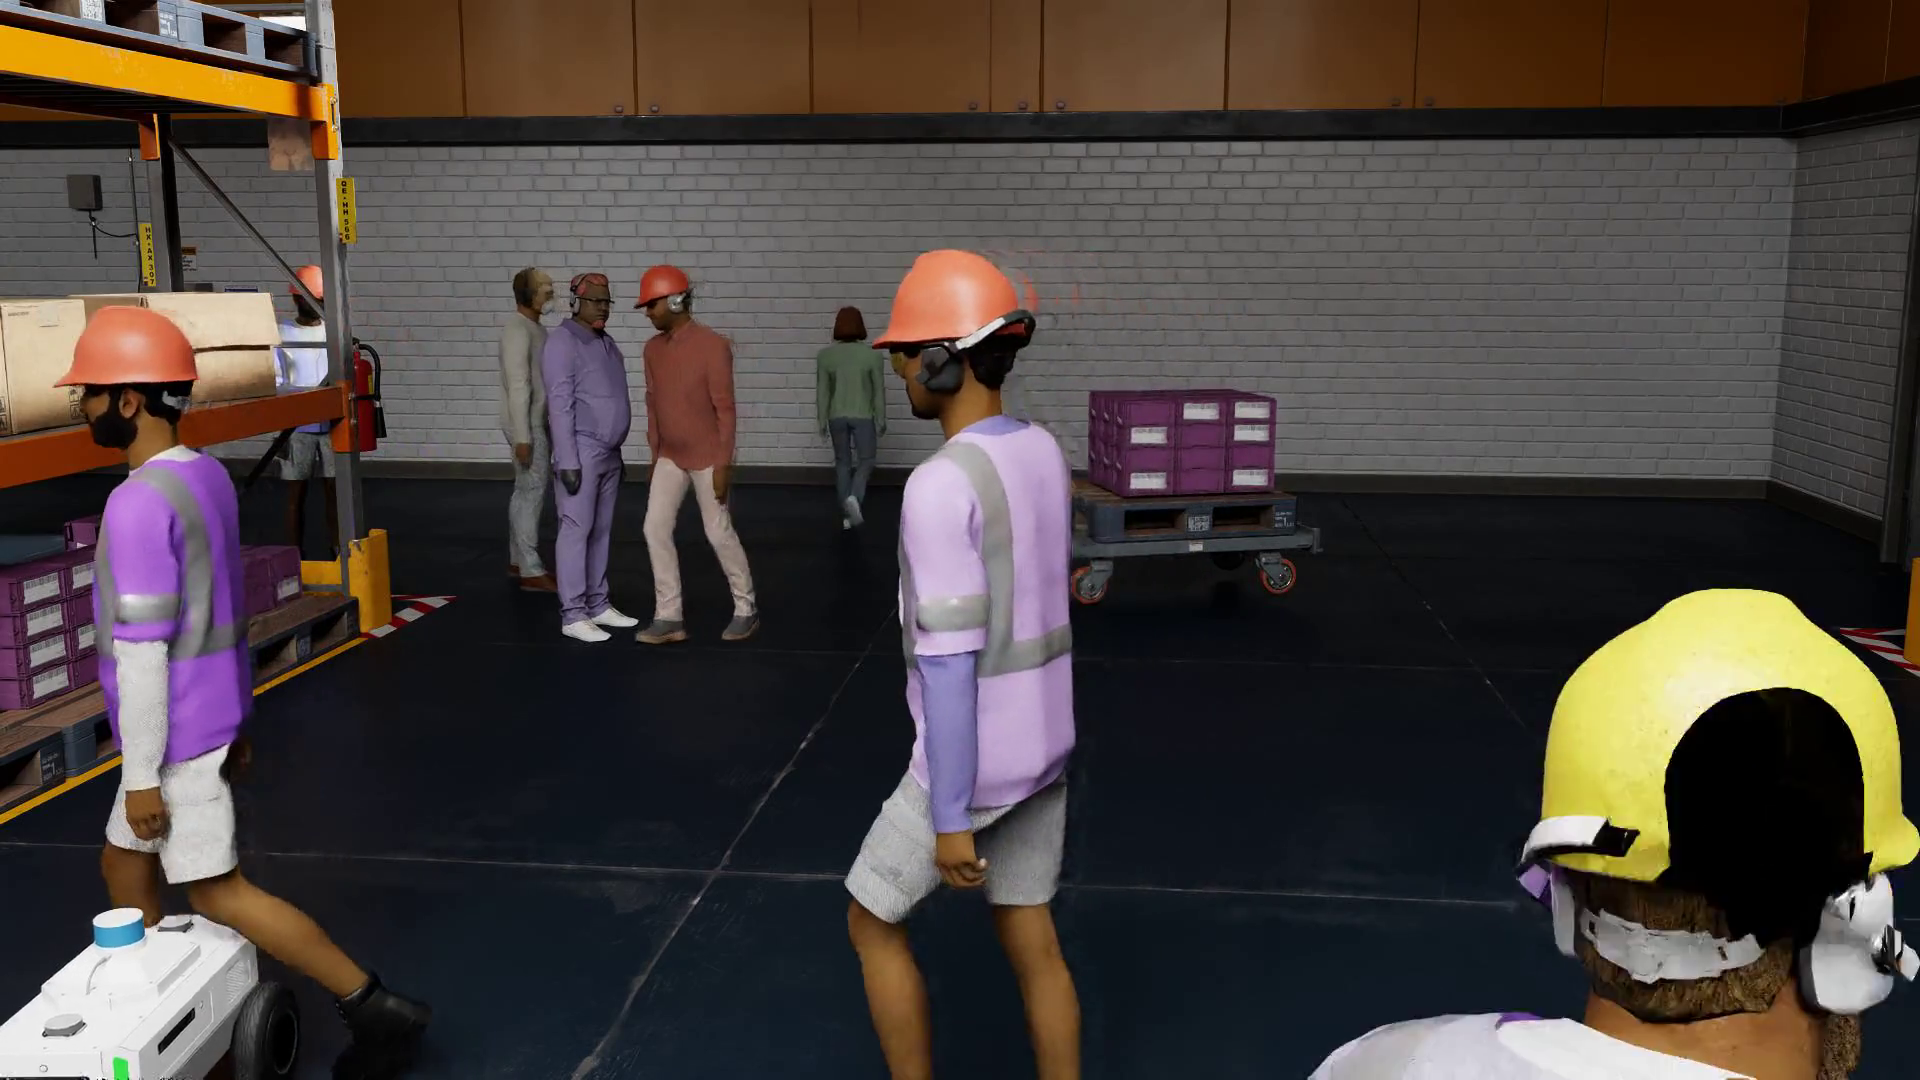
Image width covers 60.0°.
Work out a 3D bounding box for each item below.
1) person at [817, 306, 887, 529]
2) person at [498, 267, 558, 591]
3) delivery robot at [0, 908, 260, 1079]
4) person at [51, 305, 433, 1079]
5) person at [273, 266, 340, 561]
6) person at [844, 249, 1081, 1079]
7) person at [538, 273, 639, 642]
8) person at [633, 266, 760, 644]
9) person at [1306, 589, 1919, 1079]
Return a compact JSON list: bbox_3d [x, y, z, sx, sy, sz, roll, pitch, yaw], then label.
[{"bbox_3d":[-0.790,-0.863,11.932,0.513,1.619,0.501,2,10,9],"label":"person"},{"bbox_3d":[-2.574,-0.675,10.007,0.385,1.934,0.642,-1,10,-7],"label":"person"},{"bbox_3d":[-1.854,1.064,3.700,0.477,0.478,0.707,0,10,-1],"label":"delivery robot"},{"bbox_3d":[-1.753,0.412,3.863,0.928,1.909,0.548,-2,10,-10],"label":"person"},{"bbox_3d":[-3.911,-0.692,10.112,0.545,1.927,0.376,-8,13,-39],"label":"person"},{"bbox_3d":[-0.018,0.426,3.454,0.723,2.019,0.628,6,11,30],"label":"person"},{"bbox_3d":[-1.914,-0.436,8.709,0.401,1.904,0.640,3,10,14],"label":"person"},{"bbox_3d":[-1.381,-0.426,8.551,0.641,1.942,0.705,7,12,36],"label":"person"},{"bbox_3d":[0.413,0.939,1.116,0.726,1.804,0.582,-7,12,-34],"label":"person"}]
